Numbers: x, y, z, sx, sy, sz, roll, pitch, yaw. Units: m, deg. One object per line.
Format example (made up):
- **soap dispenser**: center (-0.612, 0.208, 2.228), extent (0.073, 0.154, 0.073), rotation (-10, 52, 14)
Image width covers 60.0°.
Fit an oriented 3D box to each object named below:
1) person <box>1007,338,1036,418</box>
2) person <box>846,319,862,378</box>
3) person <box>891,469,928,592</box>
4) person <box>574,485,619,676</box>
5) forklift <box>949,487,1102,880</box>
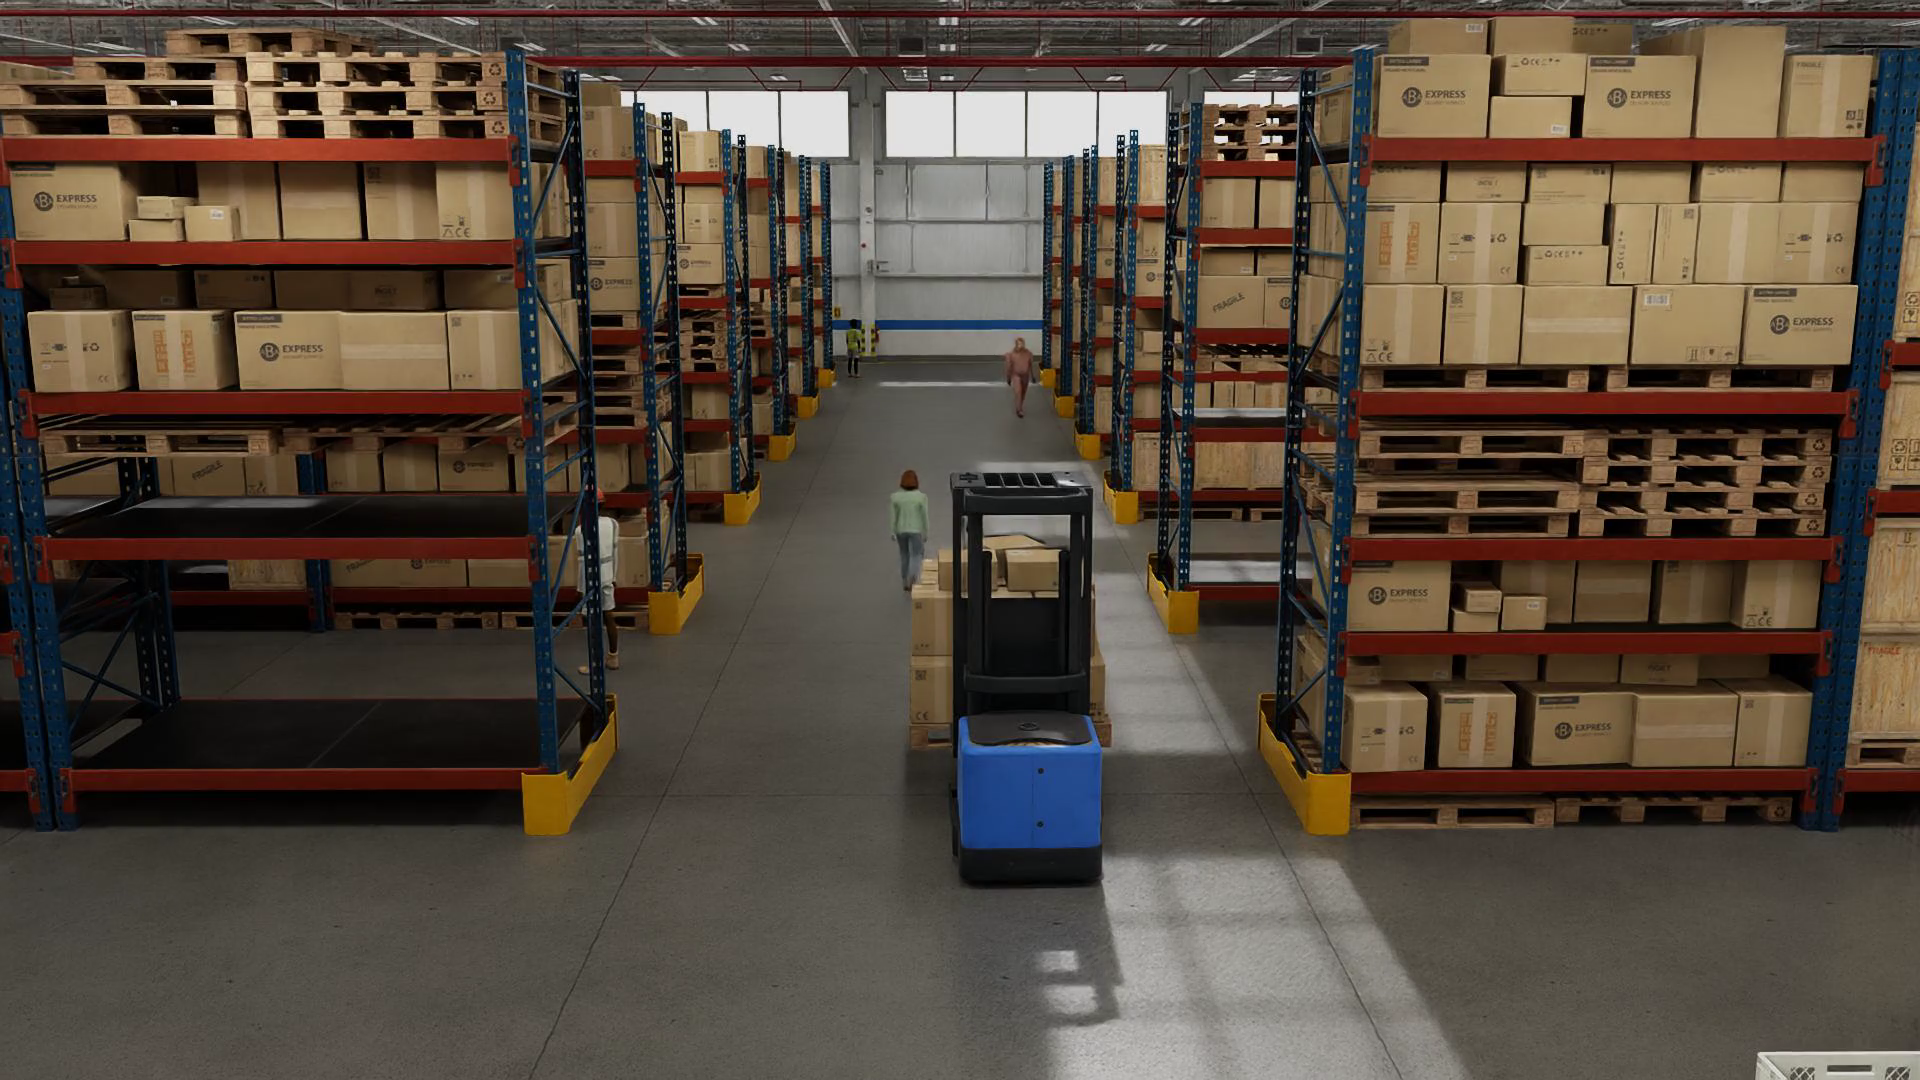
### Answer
- **person**: center (1.421, -3.855, 39.344), extent (0.648, 1.866, 0.970), rotation (-4, 12, -18)
- **person**: center (-3.074, -5.530, 48.051), extent (0.532, 1.697, 0.319), rotation (9, 15, 39)
- **person**: center (-0.657, -0.096, 21.318), extent (0.504, 1.622, 0.456), rotation (2, 12, 10)
- **person**: center (-3.886, 0.427, 17.674), extent (0.384, 2.039, 0.616), rotation (6, 13, 27)
- **forklift**: center (0.495, 0.986, 12.813), extent (1.129, 2.768, 1.873), rotation (0, 11, -2)
